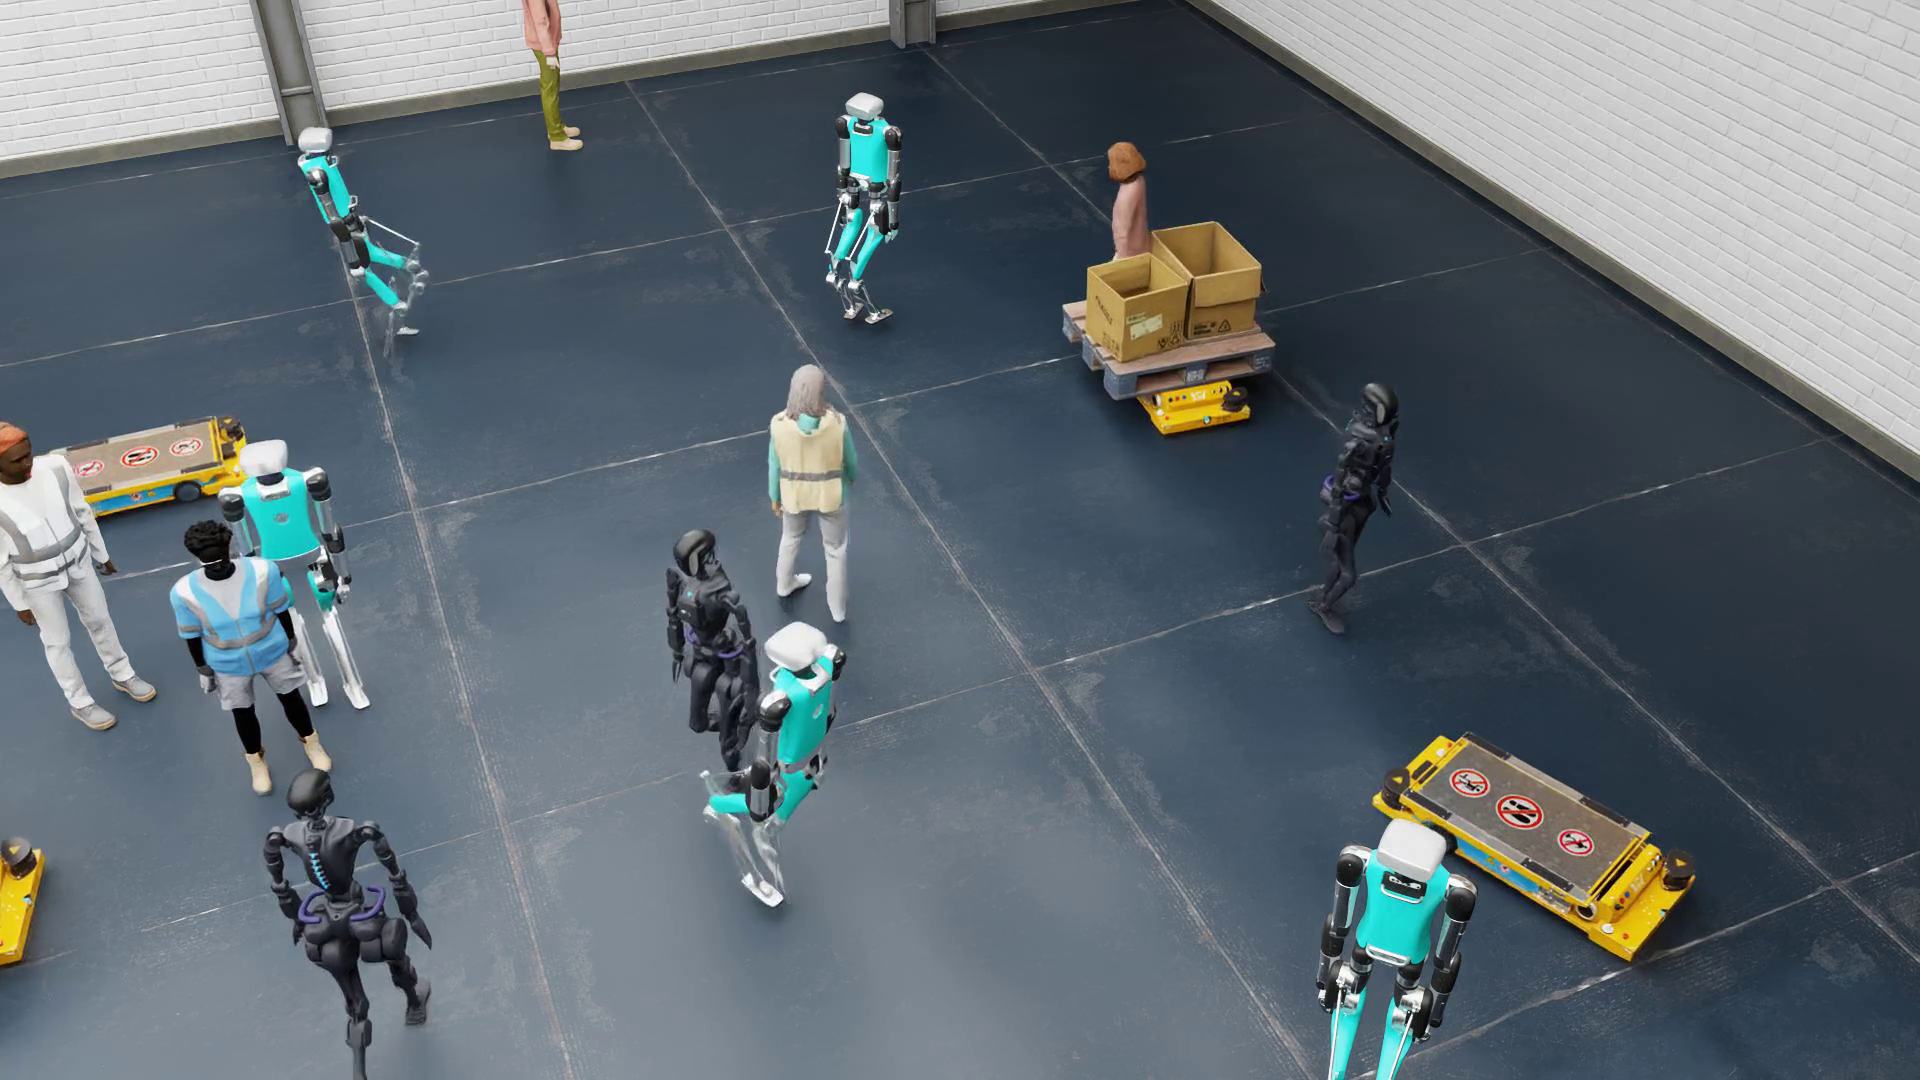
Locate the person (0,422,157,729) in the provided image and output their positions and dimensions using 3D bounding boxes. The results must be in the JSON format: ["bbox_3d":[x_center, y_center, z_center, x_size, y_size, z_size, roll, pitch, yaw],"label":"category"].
[{"bbox_3d":[-4.734,0.178,8.723,0.352,1.879,0.575,20,42,24],"label":"person"}]

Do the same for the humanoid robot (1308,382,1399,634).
[{"bbox_3d":[2.218,-0.201,9.382,0.347,1.646,0.583,29,46,32],"label":"humanoid robot"}]

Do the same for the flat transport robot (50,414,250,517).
[{"bbox_3d":[-5.400,-0.429,10.832,1.431,0.231,0.659,-15,40,-19],"label":"flat transport robot"}]

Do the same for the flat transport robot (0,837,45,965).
[{"bbox_3d":[-5.189,1.832,7.888,1.431,0.231,0.659,-9,38,-11],"label":"flat transport robot"}]

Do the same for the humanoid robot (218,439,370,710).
[{"bbox_3d":[-3.541,0.130,8.858,0.544,1.754,0.682,-17,41,-21],"label":"humanoid robot"}]

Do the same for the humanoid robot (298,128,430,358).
[{"bbox_3d":[-4.113,-2.068,11.826,0.796,1.849,0.530,-10,39,-13],"label":"humanoid robot"}]

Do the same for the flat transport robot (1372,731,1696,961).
[{"bbox_3d":[2.867,1.479,8.349,1.431,0.231,0.659,31,47,34],"label":"flat transport robot"}]

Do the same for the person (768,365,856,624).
[{"bbox_3d":[-0.850,-0.256,9.437,0.519,1.694,0.507,4,38,5],"label":"person"}]

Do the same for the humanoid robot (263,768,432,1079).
[{"bbox_3d":[-2.571,1.659,7.010,0.599,1.650,0.722,-2,38,-2],"label":"humanoid robot"}]

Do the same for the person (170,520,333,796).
[{"bbox_3d":[-3.568,0.584,8.345,0.529,1.690,0.318,-17,41,-21],"label":"person"}]

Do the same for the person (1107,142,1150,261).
[{"bbox_3d":[1.216,-2.035,11.810,0.428,1.610,0.530,12,39,15],"label":"person"}]

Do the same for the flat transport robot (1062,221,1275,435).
[{"bbox_3d":[1.473,-1.251,11.902,0.659,0.231,1.431,-12,39,-15],"label":"flat transport robot"}]

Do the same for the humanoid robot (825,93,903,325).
[{"bbox_3d":[-0.765,-2.305,11.959,0.533,1.677,0.735,20,42,24],"label":"humanoid robot"}]

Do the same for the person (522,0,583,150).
[{"bbox_3d":[-3.645,-4.363,14.667,0.378,1.837,0.516,-8,38,-11],"label":"person"}]

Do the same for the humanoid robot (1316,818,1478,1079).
[{"bbox_3d":[1.602,1.890,6.499,0.533,1.677,0.735,15,40,19],"label":"humanoid robot"}]

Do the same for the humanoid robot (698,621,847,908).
[{"bbox_3d":[-0.920,1.086,7.734,0.773,1.873,0.573,22,43,26],"label":"humanoid robot"}]

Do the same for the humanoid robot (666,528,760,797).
[{"bbox_3d":[-1.175,0.606,8.336,0.608,1.648,0.447,24,43,28],"label":"humanoid robot"}]
